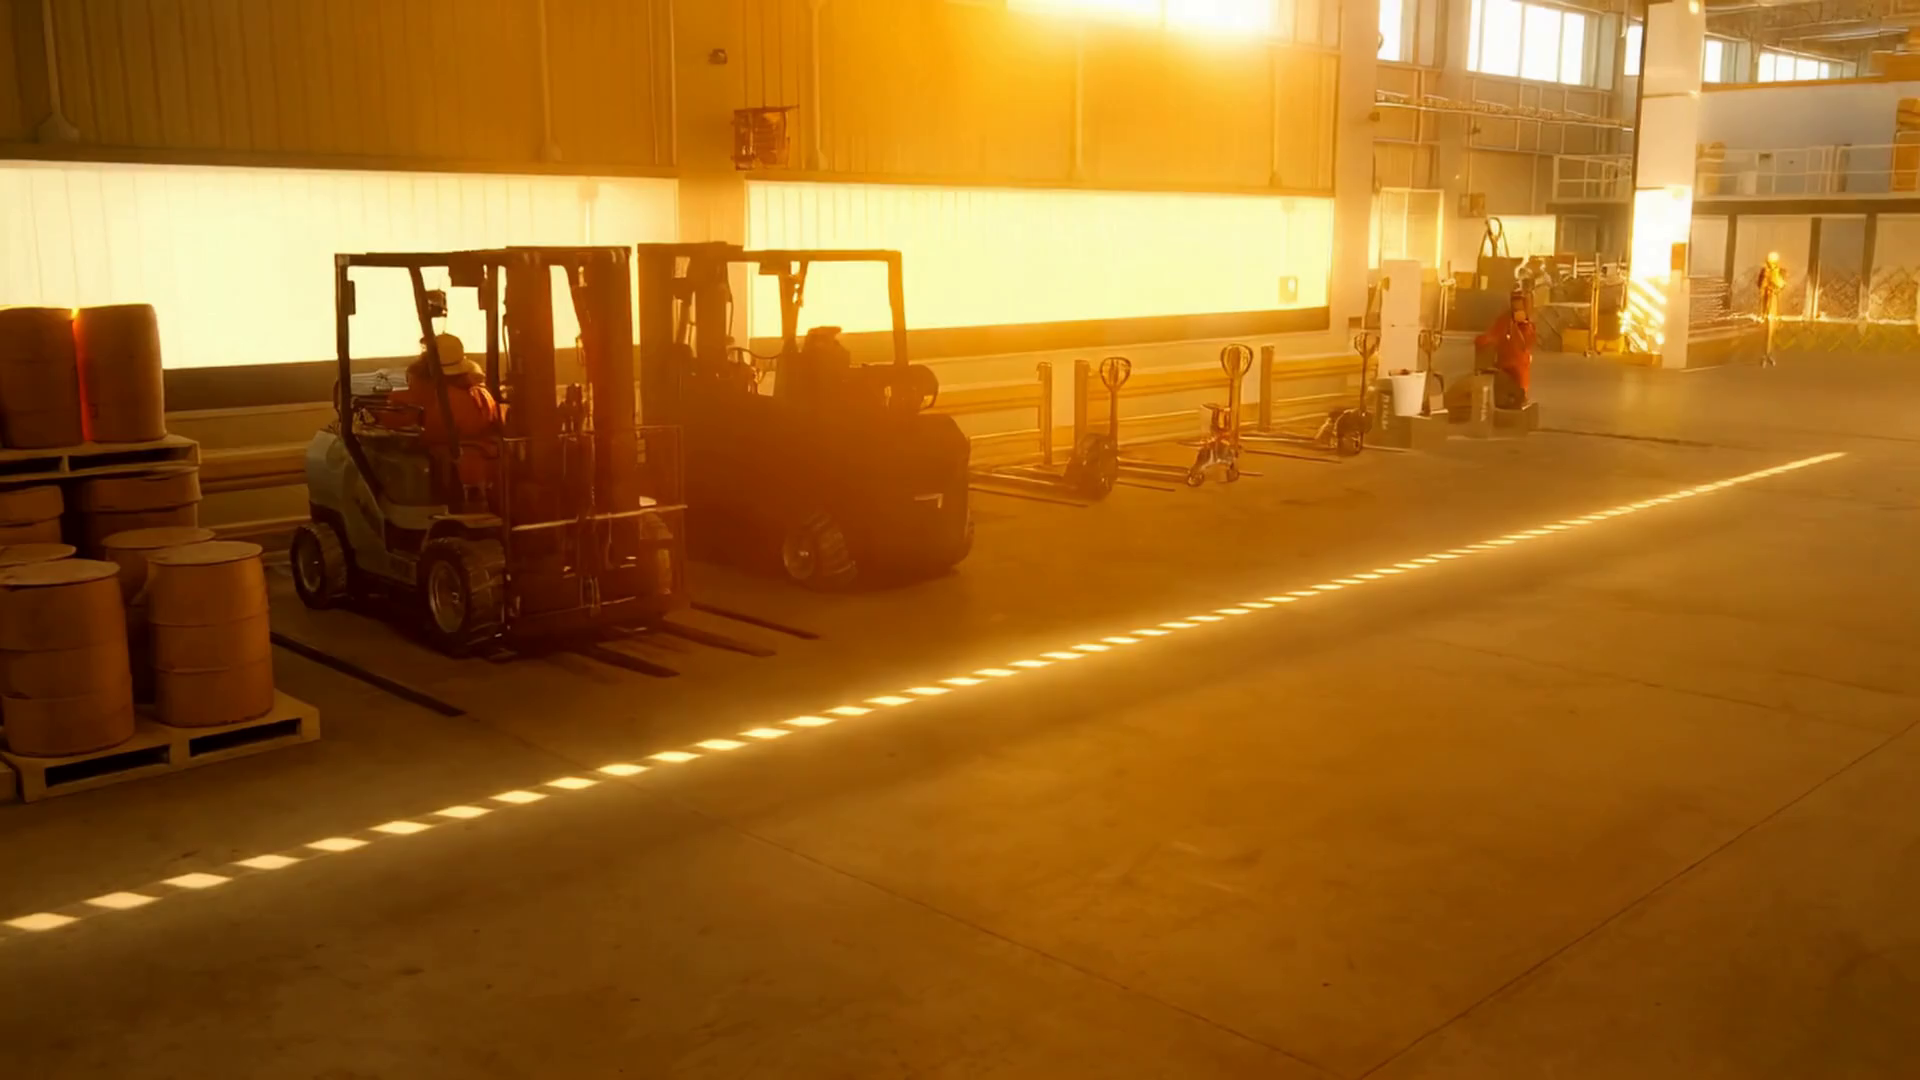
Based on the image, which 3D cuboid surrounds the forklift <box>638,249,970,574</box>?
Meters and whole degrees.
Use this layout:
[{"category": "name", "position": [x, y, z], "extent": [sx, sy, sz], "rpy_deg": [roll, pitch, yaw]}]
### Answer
[{"category": "forklift", "position": [-1.173, -0.958, 11.239], "extent": [2.680, 1.987, 1.157], "rpy_deg": [10, 14, 43]}]

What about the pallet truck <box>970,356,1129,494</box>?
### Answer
[{"category": "pallet truck", "position": [0.784, -1.085, 14.876], "extent": [0.680, 1.201, 1.601], "rpy_deg": [-10, 14, -44]}]

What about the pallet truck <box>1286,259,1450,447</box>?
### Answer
[{"category": "pallet truck", "position": [4.493, -2.078, 18.196], "extent": [0.823, 1.965, 1.885], "rpy_deg": [-9, 14, -40]}]

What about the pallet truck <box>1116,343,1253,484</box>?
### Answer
[{"category": "pallet truck", "position": [1.962, -1.215, 15.415], "extent": [1.522, 1.261, 0.704], "rpy_deg": [10, 14, 43]}]

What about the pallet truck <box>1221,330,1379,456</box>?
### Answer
[{"category": "pallet truck", "position": [3.563, -1.581, 17.381], "extent": [0.653, 1.274, 1.630], "rpy_deg": [-10, 14, -44]}]

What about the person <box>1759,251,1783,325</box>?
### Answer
[{"category": "person", "position": [20.382, -6.334, 41.834], "extent": [0.504, 1.839, 0.344], "rpy_deg": [6, 12, 28]}]

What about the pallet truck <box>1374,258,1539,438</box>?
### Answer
[{"category": "pallet truck", "position": [5.704, -2.208, 18.901], "extent": [1.885, 1.965, 0.823], "rpy_deg": [10, 14, 43]}]

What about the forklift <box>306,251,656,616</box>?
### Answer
[{"category": "forklift", "position": [-2.833, -0.669, 9.694], "extent": [1.157, 1.987, 2.680], "rpy_deg": [-10, 14, -44]}]
